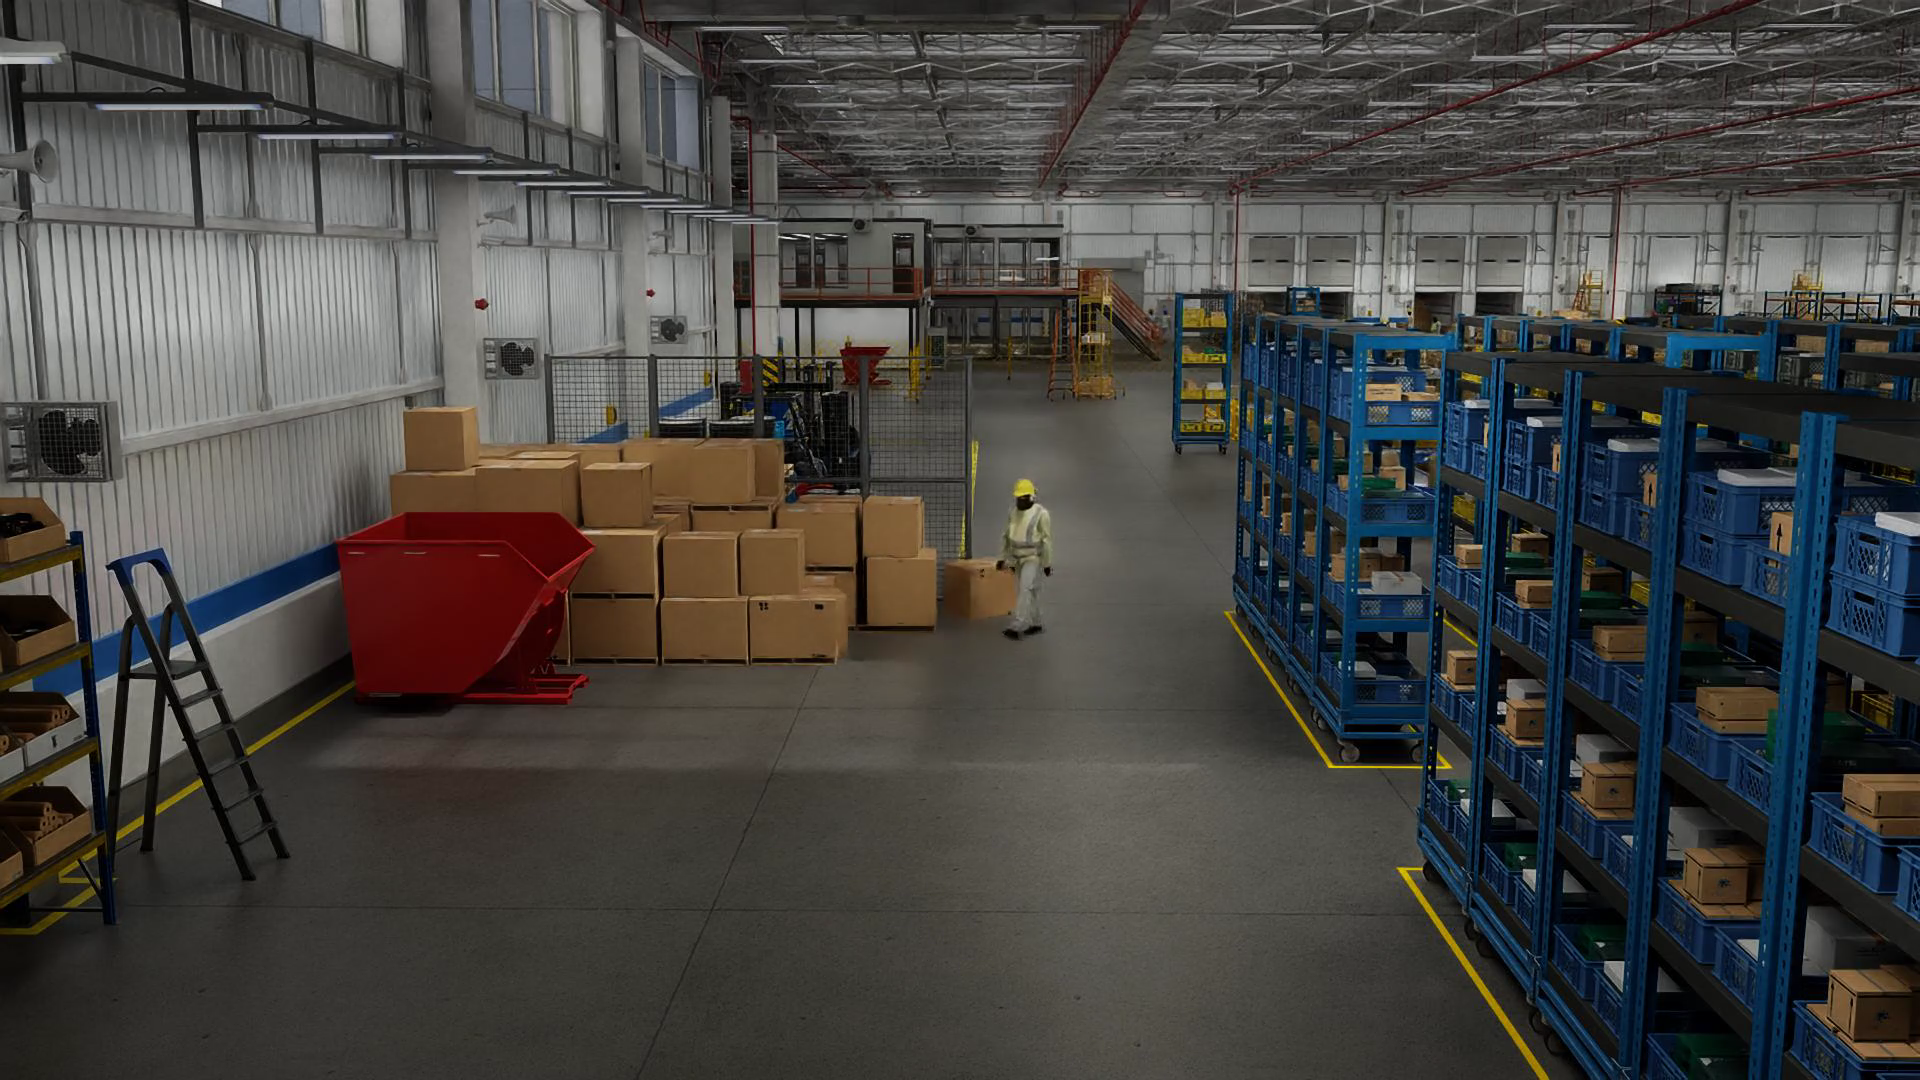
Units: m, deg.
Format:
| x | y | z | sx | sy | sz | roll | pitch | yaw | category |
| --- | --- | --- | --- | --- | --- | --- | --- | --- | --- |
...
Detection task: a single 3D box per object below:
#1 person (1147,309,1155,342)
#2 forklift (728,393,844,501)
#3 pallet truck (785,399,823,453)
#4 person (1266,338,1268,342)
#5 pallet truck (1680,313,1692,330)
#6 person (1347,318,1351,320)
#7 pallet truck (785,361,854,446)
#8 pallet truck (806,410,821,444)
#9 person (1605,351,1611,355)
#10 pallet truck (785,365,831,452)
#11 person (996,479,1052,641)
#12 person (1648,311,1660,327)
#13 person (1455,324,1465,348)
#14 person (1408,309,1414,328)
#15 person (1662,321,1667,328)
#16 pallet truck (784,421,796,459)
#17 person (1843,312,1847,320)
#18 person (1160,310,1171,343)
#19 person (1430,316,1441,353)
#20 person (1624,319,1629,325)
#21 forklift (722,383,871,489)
| x | y | z | sx | sy | sz | roll | pitch | yaw | category |
| --- | --- | --- | --- | --- | --- | --- | --- | --- | --- |
| 10.963 | -12.373 | 95.839 | 0.603 | 1.915 | 0.559 | -6 | 11 | -32 | person |
| -2.979 | -1.316 | 26.476 | 2.680 | 1.987 | 1.157 | 0 | 9 | 1 | forklift |
| -3.814 | -2.432 | 36.419 | 1.630 | 1.274 | 0.653 | 0 | 9 | 1 | pallet truck |
| 10.749 | -6.210 | 58.347 | 0.757 | 1.737 | 0.556 | 7 | 12 | 38 | person |
| 36.315 | -10.531 | 84.244 | 0.823 | 1.965 | 1.885 | -6 | 11 | -33 | pallet truck |
| 17.956 | -9.274 | 76.784 | 0.799 | 1.893 | 0.613 | -8 | 12 | -40 | person |
| -3.410 | -3.193 | 38.978 | 1.885 | 1.965 | 0.823 | 0 | 9 | -1 | pallet truck |
| -3.559 | -2.018 | 33.905 | 1.522 | 1.261 | 0.704 | 0 | 9 | -1 | pallet truck |
| 18.387 | -4.450 | 47.295 | 1.002 | 1.817 | 0.517 | -2 | 9 | -14 | person |
| -3.774 | -2.976 | 37.635 | 1.885 | 1.965 | 0.823 | 1 | 9 | 5 | pallet truck |
| 0.651 | 0.223 | 18.496 | 0.880 | 1.792 | 0.591 | -8 | 12 | -39 | person |
| 37.287 | -11.336 | 89.436 | 0.599 | 1.930 | 1.049 | -4 | 10 | -23 | person |
| 23.739 | -9.631 | 79.047 | 1.044 | 1.889 | 0.647 | -5 | 11 | -29 | person |
| 25.661 | -12.208 | 94.839 | 0.392 | 1.918 | 0.593 | 4 | 10 | 25 | person |
| 31.657 | -8.953 | 74.924 | 0.519 | 1.865 | 0.327 | -8 | 12 | -41 | person |
| -4.013 | -1.793 | 32.705 | 1.601 | 1.201 | 0.680 | 0 | 9 | 1 | pallet truck |
| 48.432 | -11.624 | 91.494 | 0.617 | 1.866 | 0.631 | 2 | 9 | 12 | person |
| 11.642 | -12.071 | 94.089 | 0.623 | 1.895 | 1.026 | 5 | 10 | 27 | person |
| 23.593 | -10.188 | 82.616 | 0.429 | 1.842 | 0.626 | -2 | 9 | -13 | person |
| 31.095 | -9.394 | 77.751 | 0.556 | 1.822 | 0.667 | -3 | 10 | -15 | person |
| -2.893 | -1.687 | 28.729 | 2.680 | 1.987 | 1.157 | 0 | 9 | -1 | forklift |
